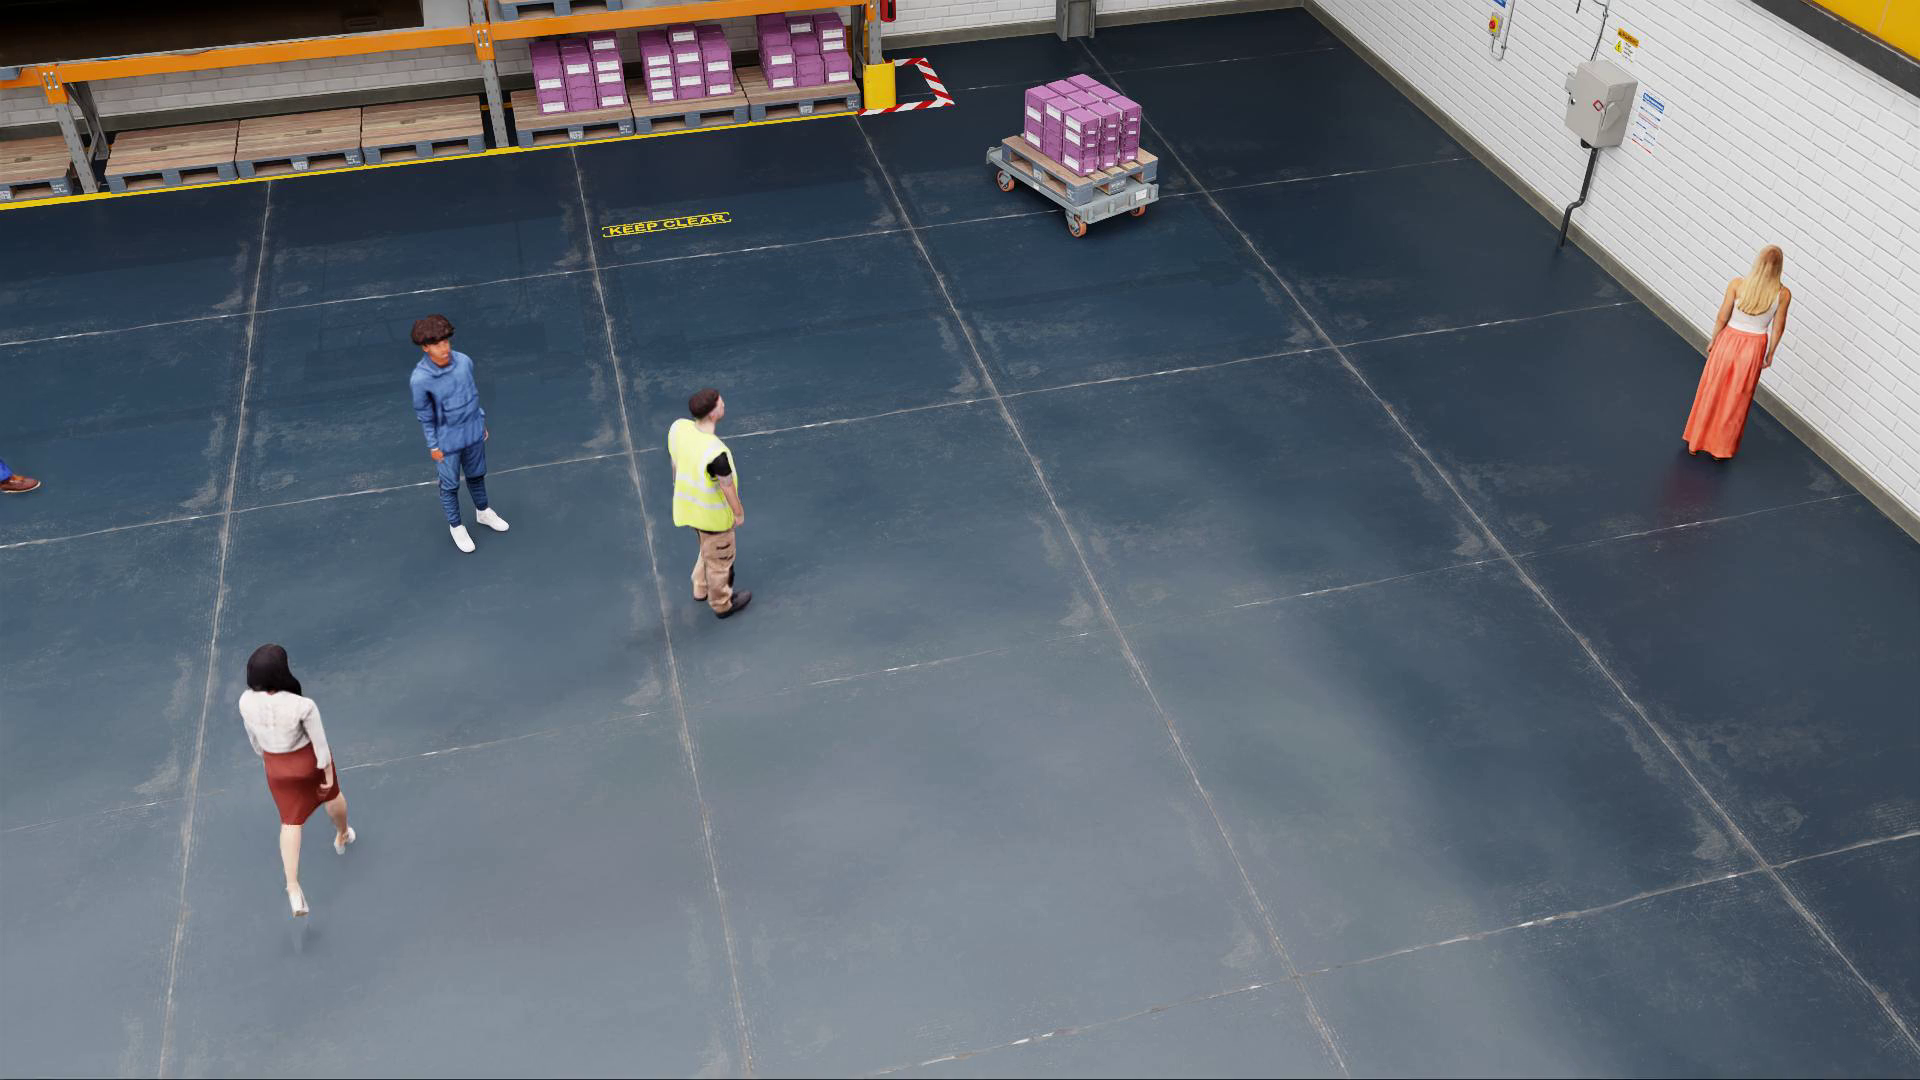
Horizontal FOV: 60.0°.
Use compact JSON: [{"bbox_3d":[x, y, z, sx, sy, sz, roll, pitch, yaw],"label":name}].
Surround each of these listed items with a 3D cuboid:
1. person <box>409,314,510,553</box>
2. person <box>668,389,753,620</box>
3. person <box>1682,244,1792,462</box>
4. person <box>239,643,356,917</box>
[{"bbox_3d":[-3.564,-0.776,11.714,0.822,1.811,0.725,27,46,29],"label":"person"},{"bbox_3d":[-1.706,-0.194,10.966,0.862,1.835,0.892,32,48,33],"label":"person"},{"bbox_3d":[5.857,-1.403,12.507,0.729,1.800,0.781,22,44,25],"label":"person"},{"bbox_3d":[-3.670,1.322,9.156,1.044,1.725,0.815,-1,39,-1],"label":"person"}]
